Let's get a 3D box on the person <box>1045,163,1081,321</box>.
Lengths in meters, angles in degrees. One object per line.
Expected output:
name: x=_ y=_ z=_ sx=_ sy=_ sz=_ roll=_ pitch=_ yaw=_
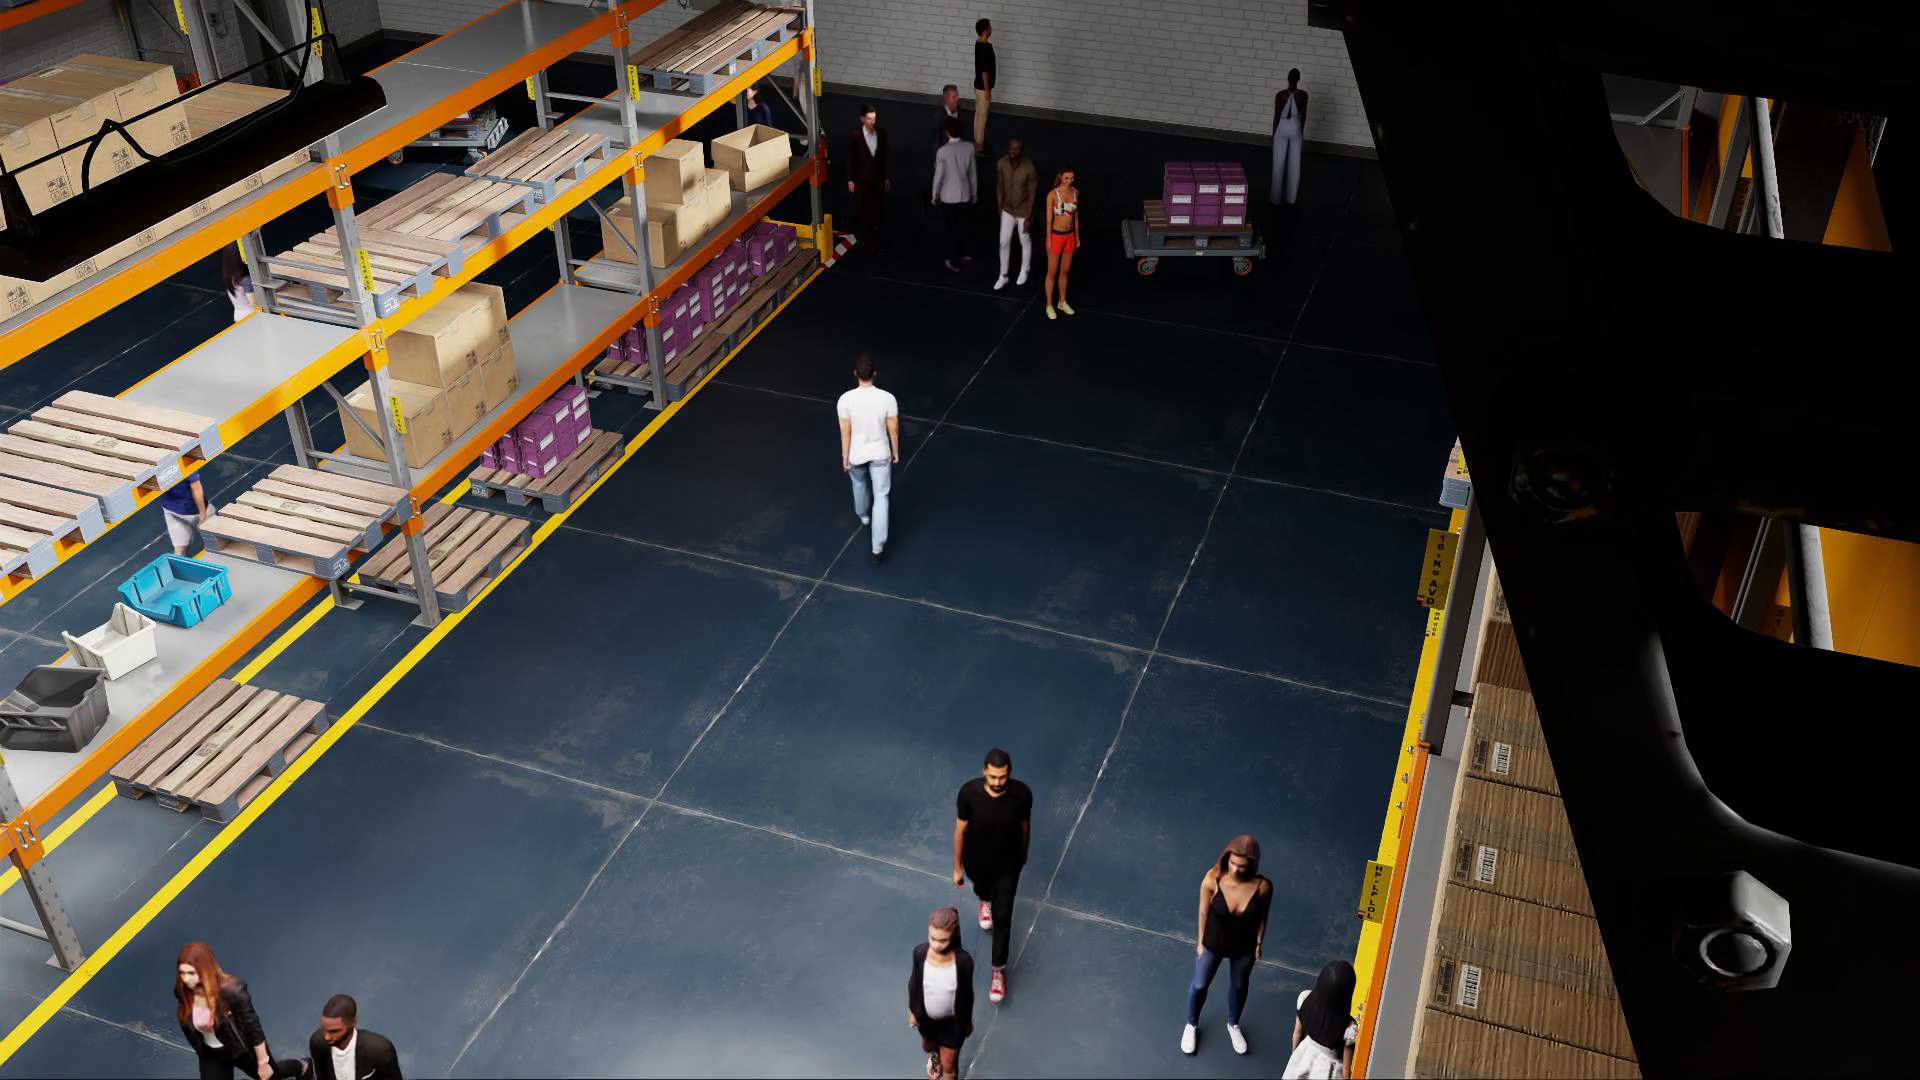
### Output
person: x=1.129 y=-3.358 z=18.560 sx=0.669 sy=1.788 sz=0.738 roll=-17 pitch=37 yaw=-23

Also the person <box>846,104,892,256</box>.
person: x=-1.125 y=-4.369 z=20.020 sx=0.956 sy=1.856 sz=1.018 roll=-14 pitch=36 yaw=-20

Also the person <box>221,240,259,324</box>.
person: x=-7.243 y=-2.256 z=16.975 sx=0.648 sy=1.707 sz=0.612 roll=21 pitch=39 yaw=29

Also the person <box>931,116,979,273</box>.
person: x=-0.007 y=-4.014 z=19.509 sx=0.769 sy=1.830 sz=0.854 roll=-19 pitch=38 yaw=-27

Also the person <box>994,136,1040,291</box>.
person: x=0.712 y=-3.832 z=19.254 sx=0.785 sy=1.808 sz=0.863 roll=15 pitch=36 yaw=21

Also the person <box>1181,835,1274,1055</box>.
person: x=1.608 y=2.397 z=9.961 sx=0.661 sy=1.721 sz=0.627 roll=1 pitch=34 yaw=2

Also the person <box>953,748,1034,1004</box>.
person: x=0.196 y=1.972 z=10.604 sx=0.863 sy=1.717 sz=1.237 roll=2 pitch=34 yaw=3

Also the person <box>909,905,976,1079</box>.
person: x=-0.096 y=2.687 z=9.661 sx=0.583 sy=1.570 sz=0.849 roll=8 pitch=34 yaw=12

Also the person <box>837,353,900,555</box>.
person: x=-0.792 y=-0.717 z=14.551 sx=0.980 sy=1.827 sz=1.282 roll=0 pitch=34 yaw=-1

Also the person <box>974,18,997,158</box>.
person: x=0.314 y=-6.214 z=22.791 sx=0.765 sy=1.860 sz=0.618 roll=-3 pitch=34 yaw=-5

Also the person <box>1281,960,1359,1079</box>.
person: x=1.961 y=2.960 z=9.071 sx=0.794 sy=1.769 sz=0.774 roll=-26 pitch=41 yaw=-33

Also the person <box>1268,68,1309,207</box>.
person: x=4.194 y=-5.147 z=21.256 sx=0.643 sy=1.783 sz=0.605 roll=-1 pitch=34 yaw=-1

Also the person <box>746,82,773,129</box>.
person: x=-2.499 y=-5.061 z=21.195 sx=0.707 sy=1.706 sz=0.785 roll=21 pitch=39 yaw=29

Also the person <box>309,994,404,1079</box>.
person: x=-3.131 y=3.038 z=8.936 sx=0.739 sy=1.788 sz=0.899 roll=5 pitch=34 yaw=8

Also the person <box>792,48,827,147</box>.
person: x=-2.043 y=-6.249 z=22.994 sx=0.657 sy=1.692 sz=0.559 roll=16 pitch=37 yaw=22

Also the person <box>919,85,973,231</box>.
person: x=-0.198 y=-4.758 z=20.647 sx=1.128 sy=1.809 sz=1.082 roll=-26 pitch=42 yaw=-34

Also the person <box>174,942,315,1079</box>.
person: x=-4.030 y=2.814 z=9.374 sx=0.792 sy=1.678 sz=1.204 roll=3 pitch=34 yaw=5
